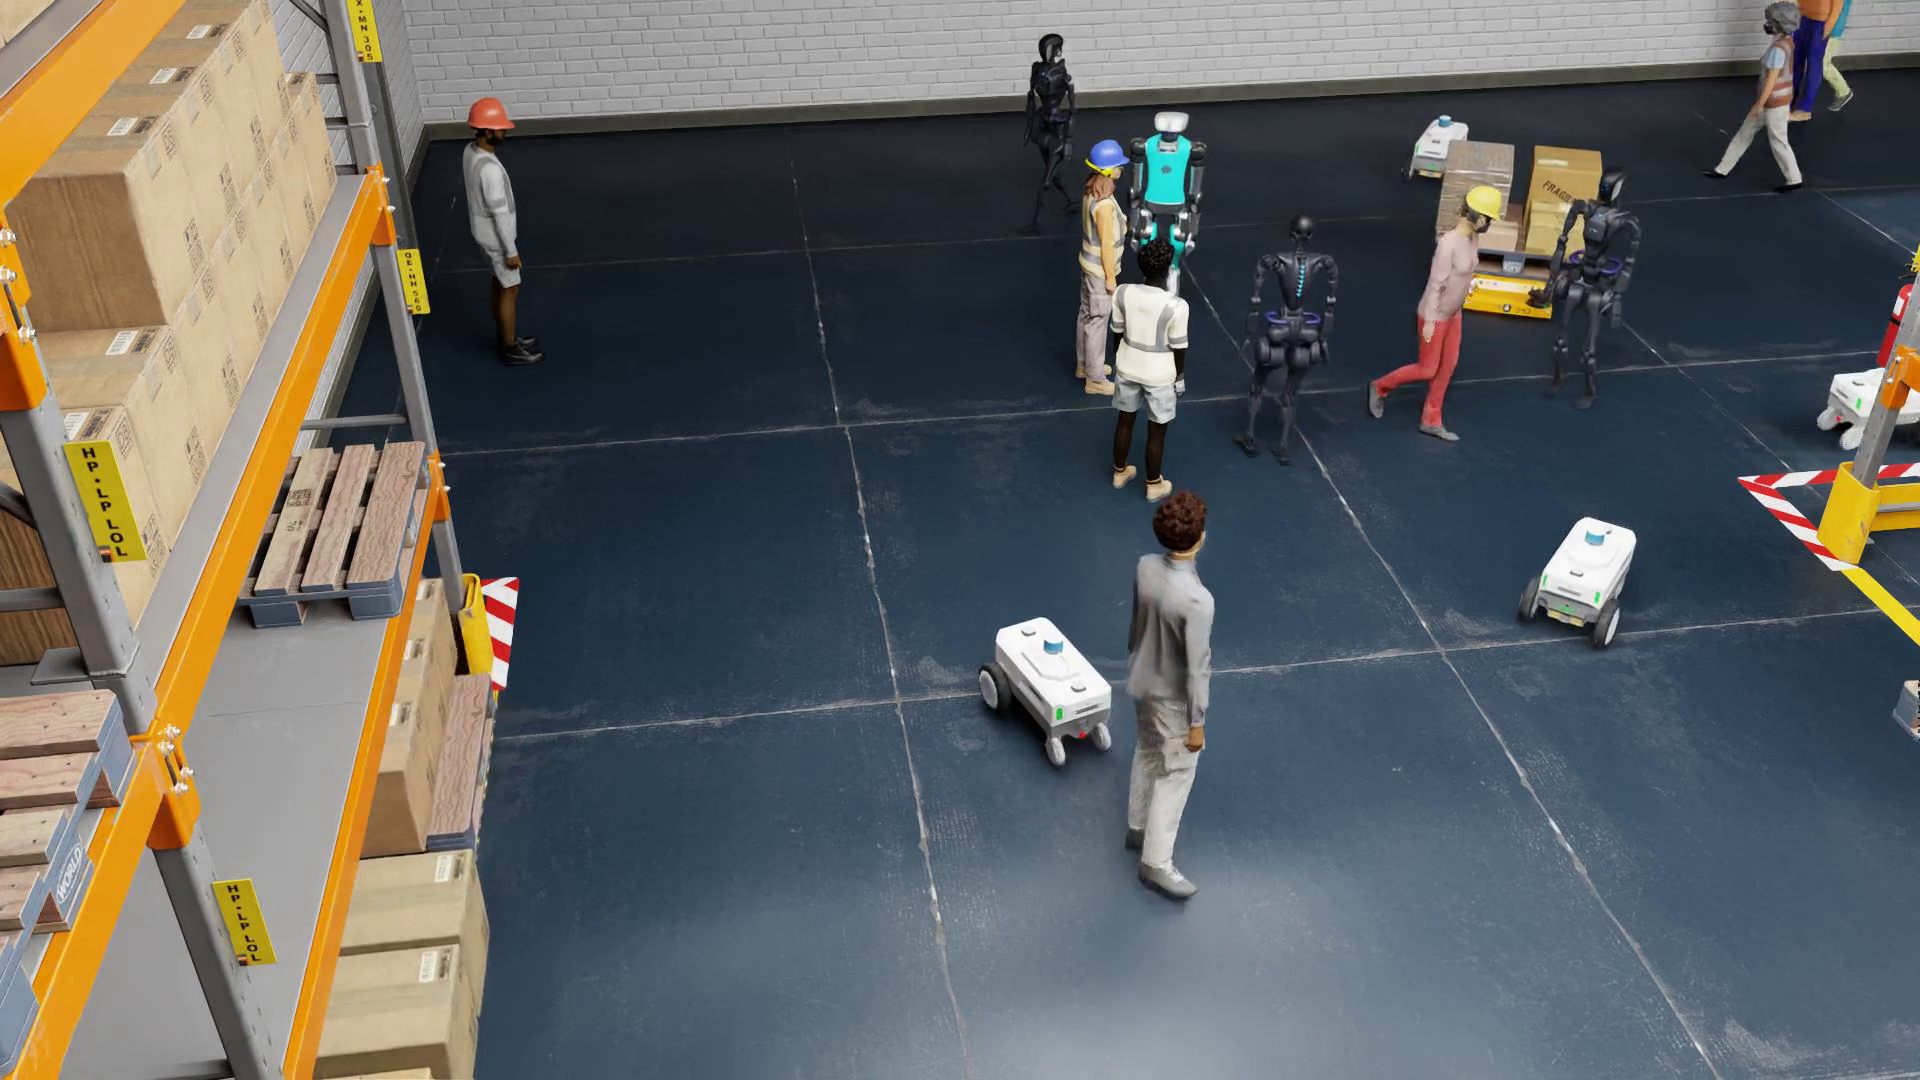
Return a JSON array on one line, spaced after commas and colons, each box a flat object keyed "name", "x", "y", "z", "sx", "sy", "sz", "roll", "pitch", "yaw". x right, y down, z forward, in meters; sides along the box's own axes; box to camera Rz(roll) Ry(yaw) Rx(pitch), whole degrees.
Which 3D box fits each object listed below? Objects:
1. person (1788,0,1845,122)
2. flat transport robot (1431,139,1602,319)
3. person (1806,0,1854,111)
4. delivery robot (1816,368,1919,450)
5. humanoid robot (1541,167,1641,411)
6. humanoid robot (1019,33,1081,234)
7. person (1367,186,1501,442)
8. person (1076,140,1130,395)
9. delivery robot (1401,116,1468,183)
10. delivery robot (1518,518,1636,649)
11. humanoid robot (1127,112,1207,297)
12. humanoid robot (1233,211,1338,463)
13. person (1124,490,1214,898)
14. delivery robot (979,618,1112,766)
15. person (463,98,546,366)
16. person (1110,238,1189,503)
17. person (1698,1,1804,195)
[{"name": "person", "x": 8.250, "y": -5.056, "z": 16.047, "sx": 0.397, "sy": 1.974, "sz": 0.515, "roll": -10, "pitch": 34, "yaw": -15}, {"name": "flat transport robot", "x": 4.344, "y": -2.154, "z": 13.153, "sx": 0.659, "sy": 0.231, "sz": 1.431, "roll": 9, "pitch": 34, "yaw": 14}, {"name": "person", "x": 8.489, "y": -5.027, "z": 16.224, "sx": 0.750, "sy": 1.720, "sz": 0.567, "roll": -2, "pitch": 33, "yaw": -4}, {"name": "delivery robot", "x": 6.134, "y": -0.918, "z": 10.991, "sx": 0.788, "sy": 0.587, "sz": 0.499, "roll": -5, "pitch": 33, "yaw": -7}, {"name": "humanoid robot", "x": 4.223, "y": -1.711, "z": 11.186, "sx": 0.583, "sy": 1.639, "sz": 0.331, "roll": 28, "pitch": 42, "yaw": 36}, {"name": "humanoid robot", "x": 0.776, "y": -3.405, "z": 13.829, "sx": 0.783, "sy": 1.626, "sz": 0.613, "roll": -24, "pitch": 40, "yaw": -32}, {"name": "person", "x": 3.074, "y": -1.480, "z": 10.782, "sx": 0.579, "sy": 1.719, "sz": 0.587, "roll": 25, "pitch": 41, "yaw": 33}, {"name": "person", "x": 0.966, "y": -1.851, "z": 11.305, "sx": 0.306, "sy": 1.781, "sz": 0.462, "roll": -5, "pitch": 33, "yaw": -8}, {"name": "delivery robot", "x": 4.314, "y": -3.511, "z": 14.957, "sx": 0.499, "sy": 0.579, "sz": 0.753, "roll": 15, "pitch": 36, "yaw": 22}, {"name": "delivery robot", "x": 3.486, "y": 0.209, "z": 9.285, "sx": 0.499, "sy": 0.610, "sz": 0.814, "roll": 21, "pitch": 38, "yaw": 28}, {"name": "humanoid robot", "x": 1.482, "y": -2.268, "z": 12.013, "sx": 0.530, "sy": 1.820, "sz": 0.705, "roll": 6, "pitch": 34, "yaw": 9}, {"name": "humanoid robot", "x": 2.064, "y": -1.288, "z": 10.547, "sx": 0.590, "sy": 1.637, "sz": 0.470, "roll": -2, "pitch": 33, "yaw": -3}, {"name": "person", "x": 0.932, "y": 0.691, "z": 7.344, "sx": 0.435, "sy": 1.865, "sz": 0.736, "roll": -16, "pitch": 36, "yaw": -22}, {"name": "delivery robot", "x": 0.466, "y": 0.722, "z": 8.468, "sx": 0.499, "sy": 0.576, "sz": 0.768, "roll": -15, "pitch": 36, "yaw": -22}, {"name": "person", "x": -3.198, "y": -2.132, "z": 11.612, "sx": 0.387, "sy": 1.924, "sz": 0.547, "roll": -17, "pitch": 37, "yaw": -24}, {"name": "person", "x": 1.140, "y": -1.025, "z": 10.122, "sx": 0.531, "sy": 1.694, "sz": 0.320, "roll": 23, "pitch": 39, "yaw": 31}, {"name": "person", "x": 7.105, "y": -3.848, "z": 14.491, "sx": 0.879, "sy": 1.640, "sz": 0.484, "roll": 13, "pitch": 35, "yaw": 19}]
